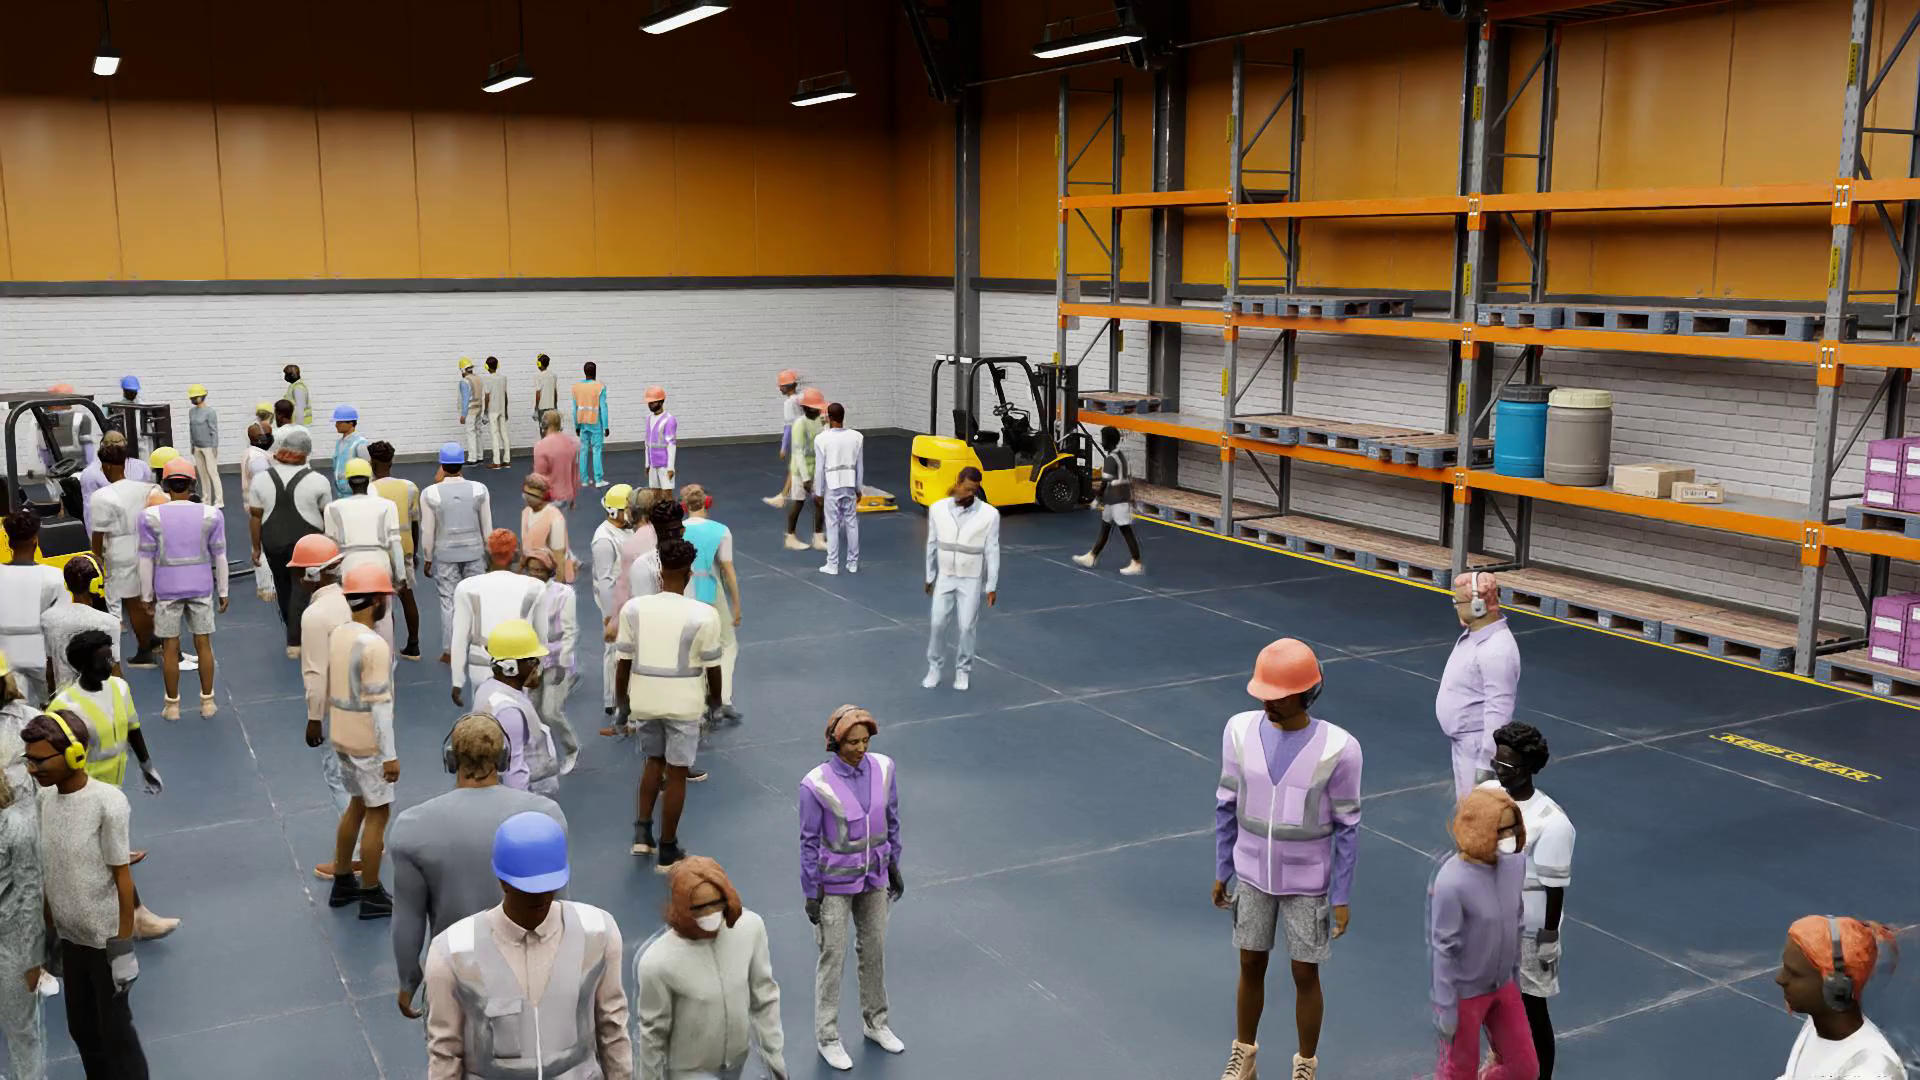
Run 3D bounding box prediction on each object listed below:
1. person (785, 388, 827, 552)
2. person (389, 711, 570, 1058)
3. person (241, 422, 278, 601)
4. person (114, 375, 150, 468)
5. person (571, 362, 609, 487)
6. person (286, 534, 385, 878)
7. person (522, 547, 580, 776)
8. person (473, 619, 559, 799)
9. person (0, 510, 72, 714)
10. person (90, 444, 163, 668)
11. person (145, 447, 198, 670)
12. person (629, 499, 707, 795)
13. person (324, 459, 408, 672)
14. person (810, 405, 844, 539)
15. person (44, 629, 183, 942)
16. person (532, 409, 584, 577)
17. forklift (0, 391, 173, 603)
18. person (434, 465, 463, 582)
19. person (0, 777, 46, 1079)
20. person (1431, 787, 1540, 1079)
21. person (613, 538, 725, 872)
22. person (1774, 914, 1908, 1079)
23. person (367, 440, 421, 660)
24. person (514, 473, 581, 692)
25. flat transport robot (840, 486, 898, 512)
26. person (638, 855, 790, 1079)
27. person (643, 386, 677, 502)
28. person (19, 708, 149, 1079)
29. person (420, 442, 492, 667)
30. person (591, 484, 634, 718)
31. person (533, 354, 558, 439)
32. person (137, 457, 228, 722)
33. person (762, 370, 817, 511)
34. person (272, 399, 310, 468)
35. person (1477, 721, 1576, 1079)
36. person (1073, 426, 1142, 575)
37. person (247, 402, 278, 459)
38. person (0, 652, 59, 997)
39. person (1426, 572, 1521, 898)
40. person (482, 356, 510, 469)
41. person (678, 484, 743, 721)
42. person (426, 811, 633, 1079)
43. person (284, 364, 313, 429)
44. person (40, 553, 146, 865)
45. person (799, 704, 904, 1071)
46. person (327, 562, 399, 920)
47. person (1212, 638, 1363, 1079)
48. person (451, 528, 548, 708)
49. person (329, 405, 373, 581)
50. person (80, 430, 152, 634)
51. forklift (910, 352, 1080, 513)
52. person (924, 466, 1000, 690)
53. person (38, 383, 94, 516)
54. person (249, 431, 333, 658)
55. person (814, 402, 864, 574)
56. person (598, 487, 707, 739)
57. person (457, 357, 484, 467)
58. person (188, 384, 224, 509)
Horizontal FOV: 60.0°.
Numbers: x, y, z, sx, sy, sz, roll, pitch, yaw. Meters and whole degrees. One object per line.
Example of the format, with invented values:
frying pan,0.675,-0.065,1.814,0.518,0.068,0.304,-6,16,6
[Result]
person,-1.803,-0.817,19.737,0.799,1.978,0.639,5,11,26
person,-1.743,1.578,6.120,0.635,1.927,0.372,-4,11,-23
person,-7.144,-0.296,17.133,0.429,1.847,0.625,-6,11,-31
person,-11.339,-1.306,22.729,0.796,1.926,0.613,6,11,29
person,-5.639,-1.762,25.392,0.587,1.910,0.397,3,10,19
person,-3.629,0.943,9.625,0.435,1.980,0.634,0,10,-1
person,-2.798,0.844,11.203,0.532,1.621,0.391,4,11,24
person,-2.153,1.282,8.082,0.403,1.831,0.596,-4,11,-22
person,-6.074,0.766,10.826,0.600,1.927,1.008,-4,11,-20
person,-7.161,0.143,14.343,0.505,1.938,0.618,4,10,20
person,-6.772,0.157,14.283,0.365,1.928,0.586,-4,11,-24
person,-1.938,0.695,11.077,0.367,1.966,0.607,4,11,21
person,-4.936,0.265,13.855,0.643,1.866,0.915,-2,10,-14
person,-1.680,-0.862,20.722,0.411,1.729,0.556,-3,10,-17
person,-4.469,1.269,8.665,0.854,1.643,0.544,1,10,8
person,-4.308,-0.442,17.748,0.510,1.913,0.654,4,11,24
forklift,-9.026,-0.363,16.508,1.214,2.155,2.313,6,11,29
person,-4.738,0.082,15.562,0.279,1.634,0.499,-5,11,-24
person,-3.819,1.606,6.489,0.518,1.722,0.422,0,10,1
person,1.967,1.709,6.244,0.518,1.618,0.356,-7,12,-34
person,-1.683,0.956,9.656,0.629,1.936,0.477,3,10,14
person,2.406,1.907,4.496,0.976,1.844,0.582,2,10,10
person,-4.957,0.113,14.427,0.362,1.963,0.613,7,12,35
person,-3.355,0.353,13.428,0.423,1.826,0.643,-6,12,-31
flat transport robot,-1.417,-0.591,23.354,0.652,0.197,1.431,-4,11,-21
person,-0.900,1.811,5.745,0.857,1.584,0.496,9,13,42
person,-3.754,-0.961,20.723,0.545,1.930,0.388,9,14,43
person,-3.385,1.557,6.446,0.533,1.855,0.346,5,11,27
person,-4.344,0.128,14.388,0.604,1.949,0.389,-5,11,-27
person,-2.610,0.469,12.806,0.403,1.819,0.601,1,10,6
person,-6.999,-2.205,28.048,0.314,1.869,0.535,6,12,32
person,-5.932,0.380,12.733,0.615,2.028,0.409,-6,11,-31
person,-2.232,-1.357,22.903,1.101,1.956,0.615,2,10,13
person,-7.596,-0.638,18.913,0.406,1.913,0.628,2,10,11
person,2.284,1.567,6.868,0.320,1.693,0.538,-4,11,-22
person,1.658,-0.440,18.533,0.880,1.643,0.538,3,10,14
person,-8.677,-0.855,20.771,0.542,1.701,0.794,5,11,24
person,-4.576,1.354,7.917,0.489,1.746,0.285,-6,11,-30
person,2.745,1.107,8.902,0.401,1.901,0.642,1,10,7
person,-7.684,-2.101,27.475,0.334,1.864,0.517,7,12,34
person,-1.987,0.490,12.701,0.625,1.816,0.452,2,10,11
person,-1.299,1.751,5.082,0.611,1.940,0.415,-4,11,-24
person,-10.353,-1.831,26.014,0.430,1.833,0.636,-4,11,-22
person,-5.032,1.003,9.620,0.510,1.861,0.324,1,10,8
person,-0.485,1.513,7.335,0.523,1.631,0.313,-8,13,-40
person,-3.190,1.078,9.007,0.404,1.919,0.562,-9,13,-42
person,1.323,1.393,6.858,0.605,2.036,0.393,6,11,30
person,-2.908,0.836,10.555,0.598,1.854,0.759,-3,10,-14
person,-6.561,-0.492,17.963,0.611,1.947,0.388,9,13,41
person,-7.893,-0.079,15.660,0.384,1.929,0.635,9,13,41
forklift,0.460,-1.461,22.833,2.313,2.155,1.214,-5,11,-28
person,0.020,0.313,13.540,0.640,1.873,0.469,3,10,15
person,-10.666,-0.883,20.013,0.641,2.013,0.699,-1,10,-5
person,-5.952,-0.016,14.953,0.701,2.000,0.992,-1,10,-4
person,-1.348,-0.573,18.525,0.592,1.916,0.392,-5,11,-28
person,-2.248,0.567,12.040,0.886,1.913,0.637,2,10,10
person,-8.186,-2.134,27.771,0.404,1.824,0.586,2,10,11
person,-10.503,-1.286,23.092,0.535,1.760,0.344,6,11,29
